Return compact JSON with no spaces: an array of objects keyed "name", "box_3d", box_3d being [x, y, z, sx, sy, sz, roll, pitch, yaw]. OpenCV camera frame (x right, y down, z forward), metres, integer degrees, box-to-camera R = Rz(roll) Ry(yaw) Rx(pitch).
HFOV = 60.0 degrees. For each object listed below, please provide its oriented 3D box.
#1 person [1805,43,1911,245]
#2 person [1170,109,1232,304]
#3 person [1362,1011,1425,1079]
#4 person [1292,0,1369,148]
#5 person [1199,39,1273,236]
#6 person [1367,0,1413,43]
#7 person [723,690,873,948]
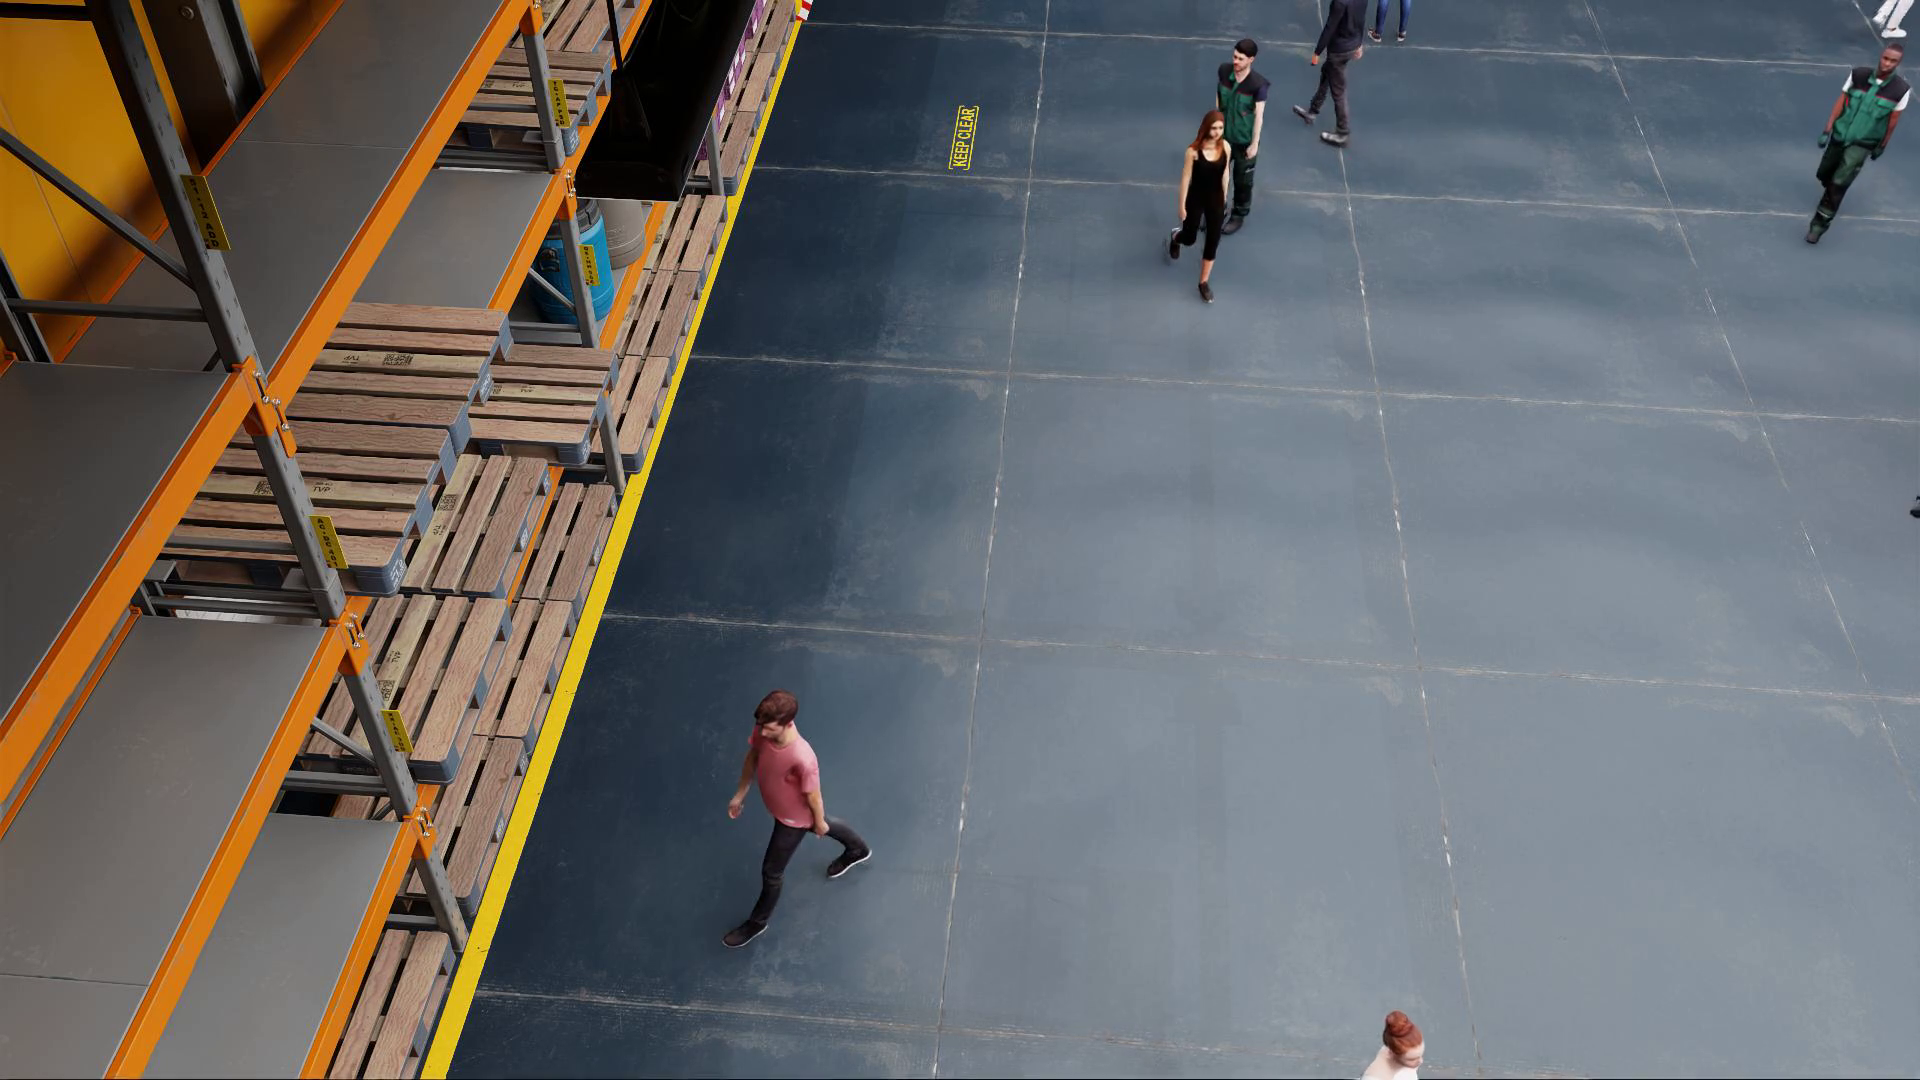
[{"name":"person","box_3d":[7.892,-3.555,14.666,1.115,1.809,1.245,32,52,29]},{"name":"person","box_3d":[2.031,-2.881,14.032,0.762,1.708,1.029,-9,44,-9]},{"name":"person","box_3d":[1.883,2.792,8.043,1.098,1.753,1.105,-34,53,-30]},{"name":"person","box_3d":[3.689,-4.587,15.727,1.061,1.840,1.050,32,52,29]},{"name":"person","box_3d":[2.494,-3.573,14.631,0.833,1.883,0.866,28,50,26]},{"name":"person","box_3d":[4.600,-6.059,17.365,0.664,1.711,0.612,-1,44,-1]},{"name":"person","box_3d":[-0.857,1.444,9.348,1.231,1.906,1.258,-25,49,-24]}]
